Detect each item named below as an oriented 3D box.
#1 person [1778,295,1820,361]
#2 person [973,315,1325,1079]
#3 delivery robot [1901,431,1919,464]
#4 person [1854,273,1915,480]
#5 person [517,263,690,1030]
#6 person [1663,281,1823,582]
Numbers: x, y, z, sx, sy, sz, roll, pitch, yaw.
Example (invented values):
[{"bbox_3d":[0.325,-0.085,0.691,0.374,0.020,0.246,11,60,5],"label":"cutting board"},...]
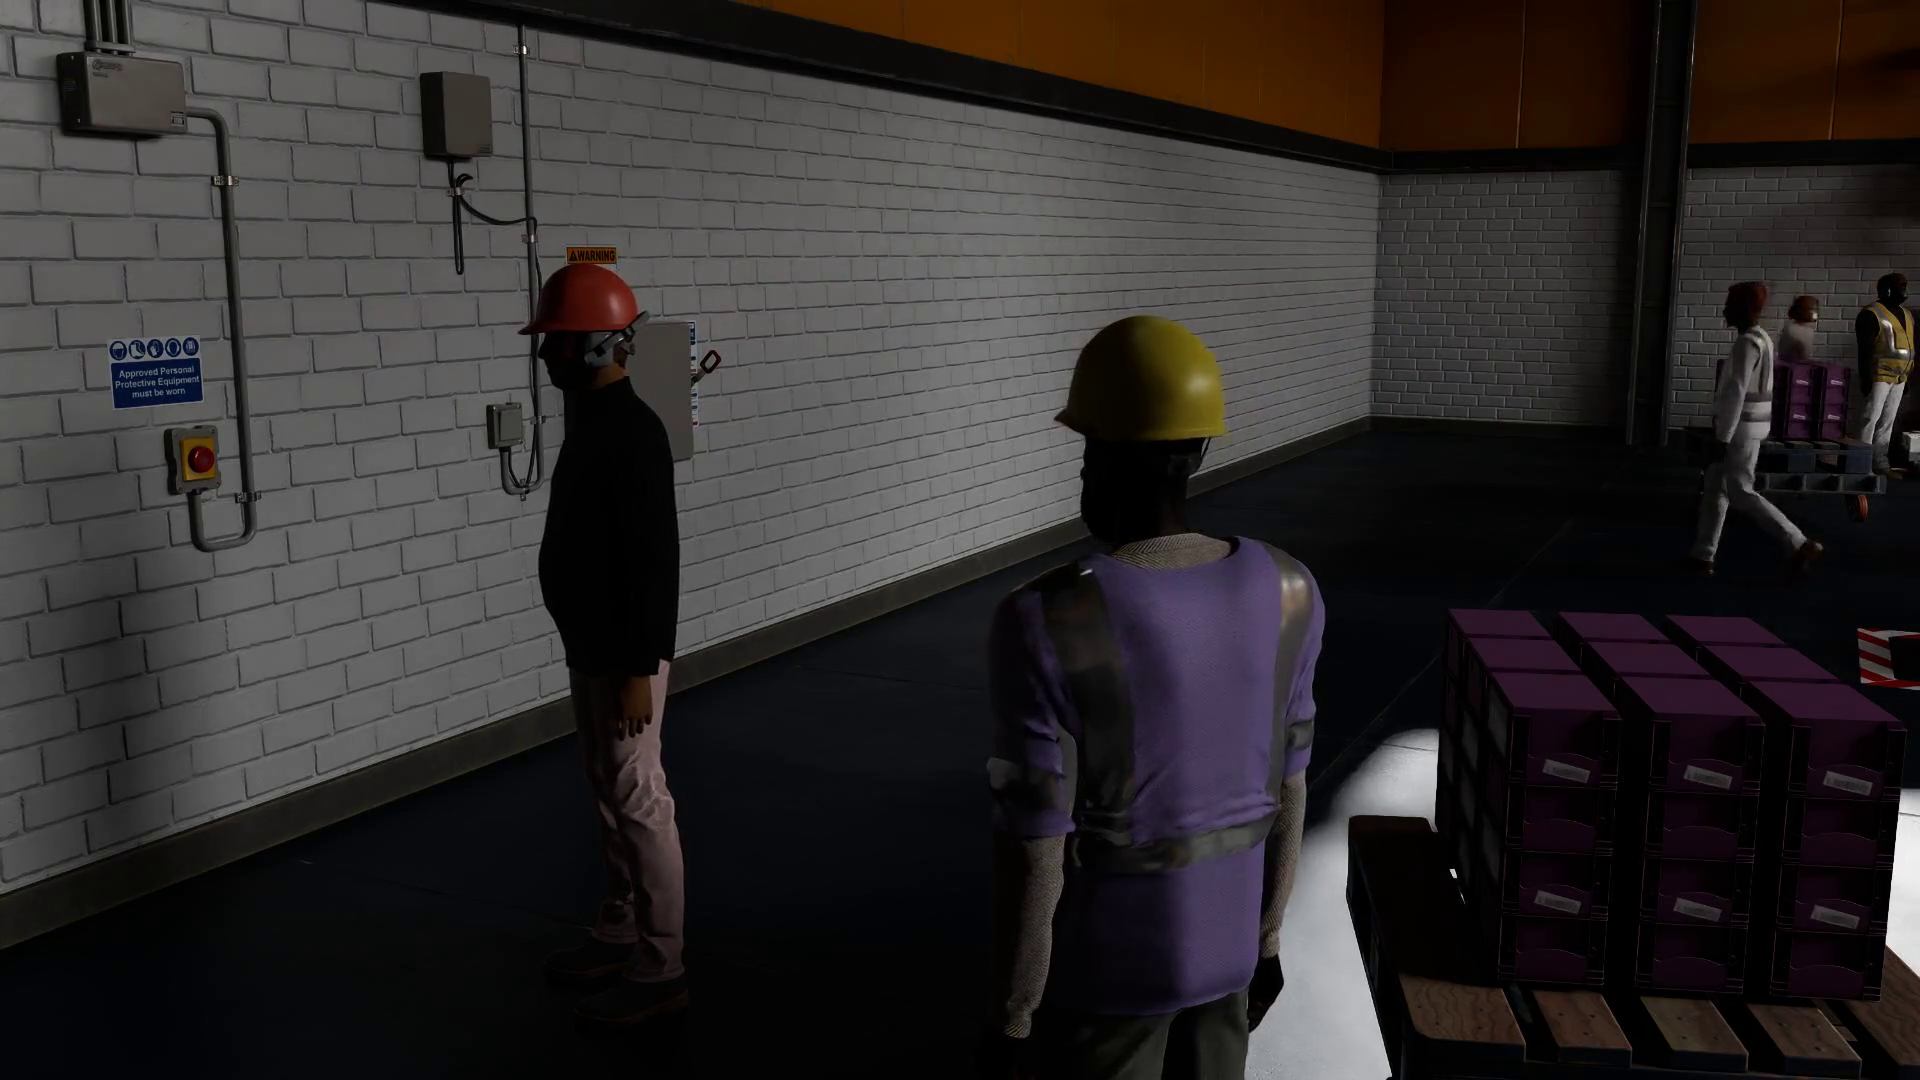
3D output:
[{"bbox_3d":[7.791,-1.469,15.550,0.541,1.623,0.344,-7,12,-36],"label":"person"},{"bbox_3d":[0.280,0.625,2.578,0.587,1.930,0.360,-6,12,-32],"label":"person"},{"bbox_3d":[8.750,-0.836,14.743,0.707,0.478,0.477,5,11,25],"label":"delivery robot"},{"bbox_3d":[8.203,-1.434,14.750,0.627,1.847,0.429,-6,11,-29],"label":"person"},{"bbox_3d":[-0.933,0.278,4.396,0.388,1.992,0.625,-5,11,-25],"label":"person"},{"bbox_3d":[4.881,-0.661,10.256,0.827,1.862,0.586,5,11,27],"label":"person"}]
